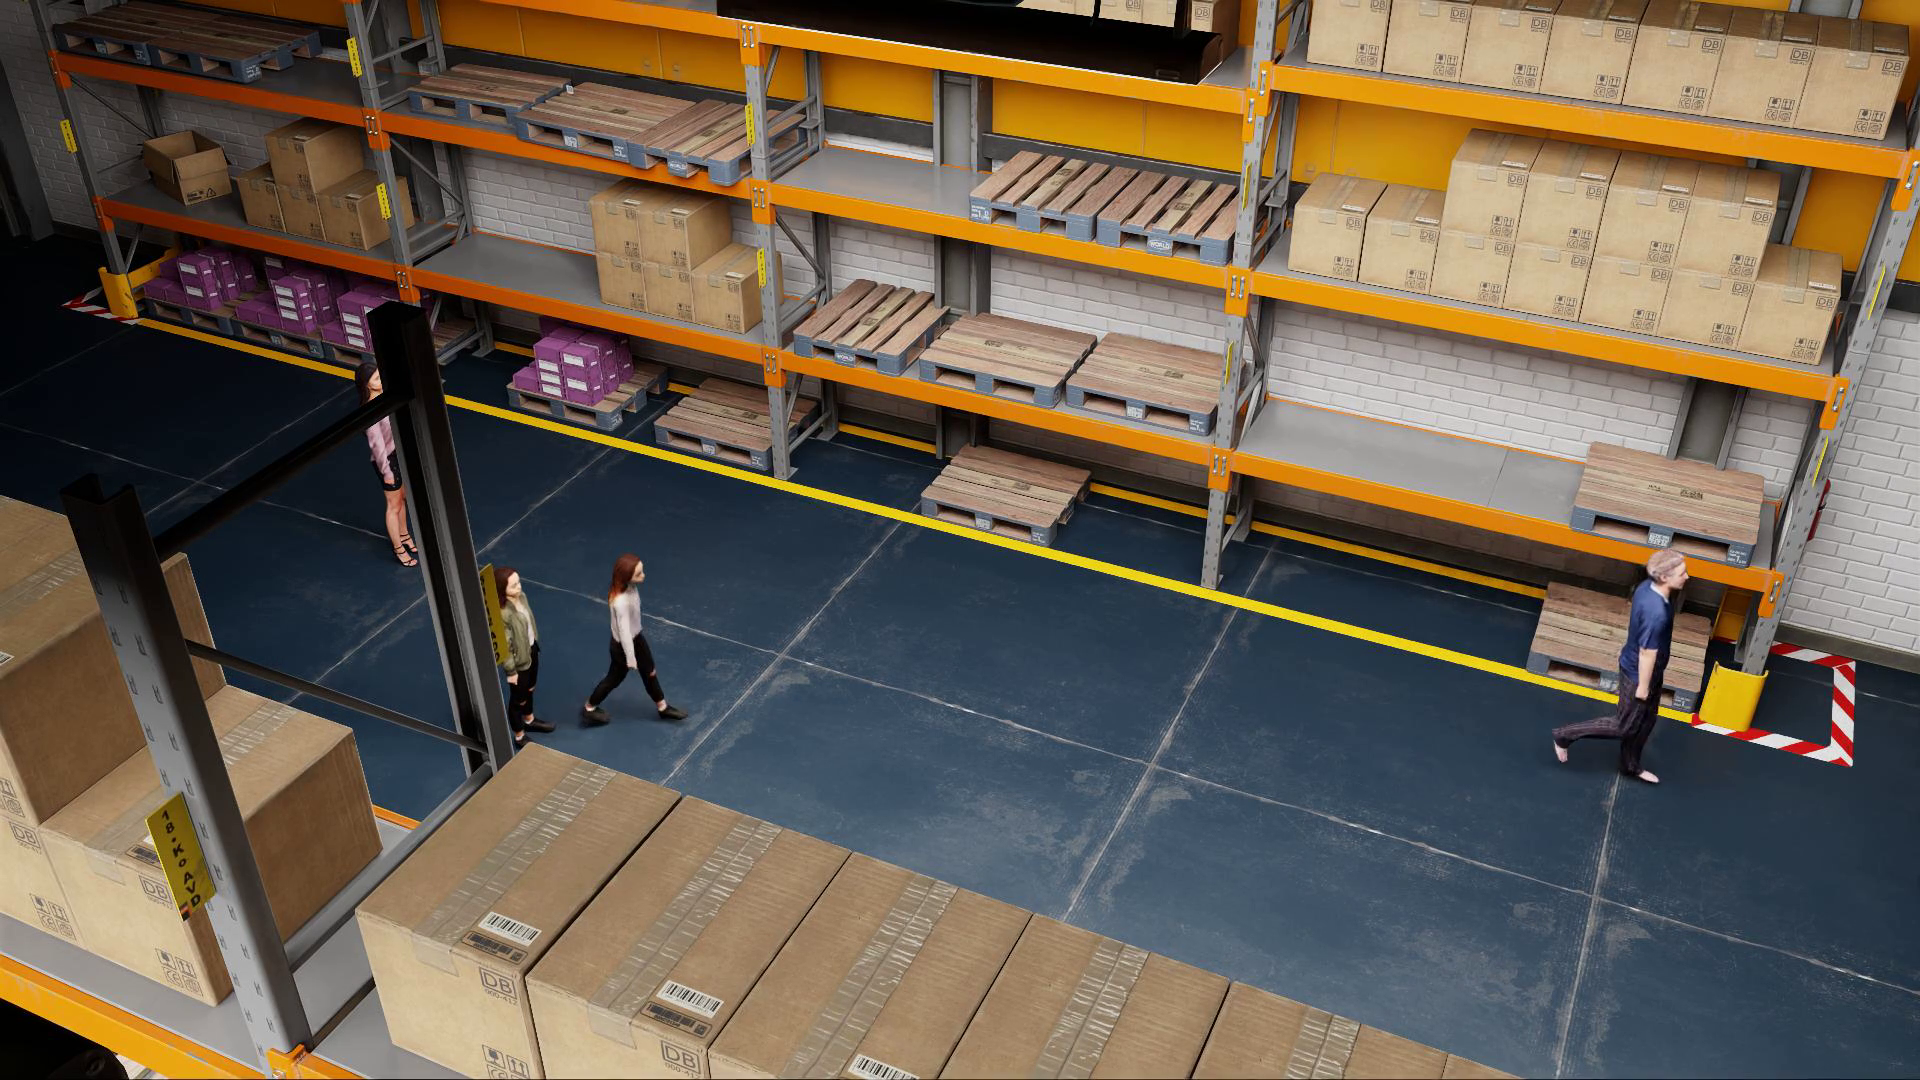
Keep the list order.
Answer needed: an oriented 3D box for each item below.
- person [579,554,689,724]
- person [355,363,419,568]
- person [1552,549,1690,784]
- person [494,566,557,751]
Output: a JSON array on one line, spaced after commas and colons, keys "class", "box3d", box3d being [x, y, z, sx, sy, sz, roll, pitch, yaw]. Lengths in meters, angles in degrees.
[{"class": "person", "box3d": [-2.425, 0.723, 11.683, 1.086, 1.453, 0.843, -1, 34, -1]}, {"class": "person", "box3d": [-4.595, -0.612, 13.368, 0.671, 1.812, 0.690, 0, 34, 0]}, {"class": "person", "box3d": [4.464, 0.860, 11.116, 0.948, 1.854, 0.648, 14, 36, 20]}, {"class": "person", "box3d": [-3.062, 0.803, 11.543, 0.579, 1.475, 0.635, 5, 34, 8]}]
